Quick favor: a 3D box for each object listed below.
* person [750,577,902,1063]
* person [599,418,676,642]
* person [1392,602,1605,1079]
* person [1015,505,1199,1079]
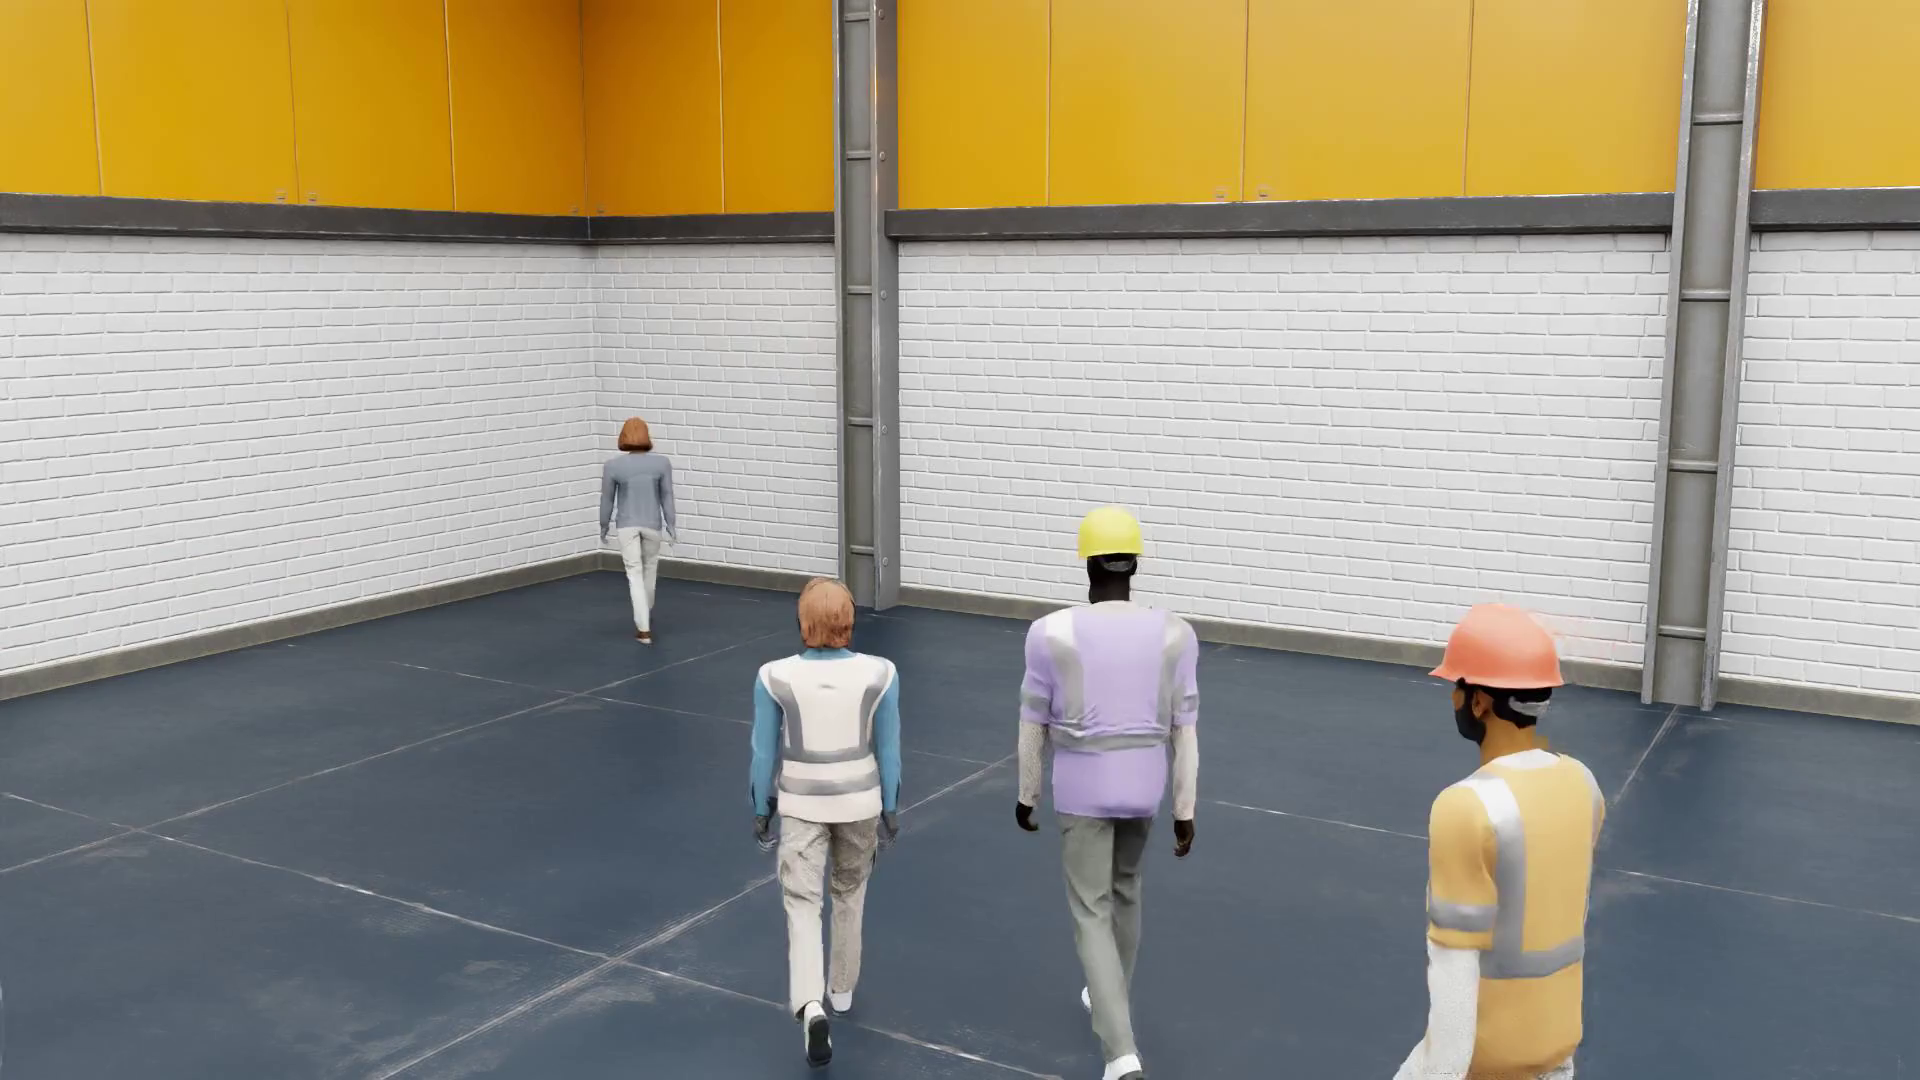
[{"bbox_3d":[-0.452,0.938,5.690,0.521,1.618,0.709,-1,9,-9],"label":"person"},{"bbox_3d":[-2.374,-0.094,12.161,0.526,1.589,0.818,-4,10,-22],"label":"person"},{"bbox_3d":[1.164,1.085,3.836,0.566,1.912,0.662,-6,11,-35],"label":"person"},{"bbox_3d":[0.515,0.836,5.483,0.586,1.886,0.892,-2,9,-15],"label":"person"}]
